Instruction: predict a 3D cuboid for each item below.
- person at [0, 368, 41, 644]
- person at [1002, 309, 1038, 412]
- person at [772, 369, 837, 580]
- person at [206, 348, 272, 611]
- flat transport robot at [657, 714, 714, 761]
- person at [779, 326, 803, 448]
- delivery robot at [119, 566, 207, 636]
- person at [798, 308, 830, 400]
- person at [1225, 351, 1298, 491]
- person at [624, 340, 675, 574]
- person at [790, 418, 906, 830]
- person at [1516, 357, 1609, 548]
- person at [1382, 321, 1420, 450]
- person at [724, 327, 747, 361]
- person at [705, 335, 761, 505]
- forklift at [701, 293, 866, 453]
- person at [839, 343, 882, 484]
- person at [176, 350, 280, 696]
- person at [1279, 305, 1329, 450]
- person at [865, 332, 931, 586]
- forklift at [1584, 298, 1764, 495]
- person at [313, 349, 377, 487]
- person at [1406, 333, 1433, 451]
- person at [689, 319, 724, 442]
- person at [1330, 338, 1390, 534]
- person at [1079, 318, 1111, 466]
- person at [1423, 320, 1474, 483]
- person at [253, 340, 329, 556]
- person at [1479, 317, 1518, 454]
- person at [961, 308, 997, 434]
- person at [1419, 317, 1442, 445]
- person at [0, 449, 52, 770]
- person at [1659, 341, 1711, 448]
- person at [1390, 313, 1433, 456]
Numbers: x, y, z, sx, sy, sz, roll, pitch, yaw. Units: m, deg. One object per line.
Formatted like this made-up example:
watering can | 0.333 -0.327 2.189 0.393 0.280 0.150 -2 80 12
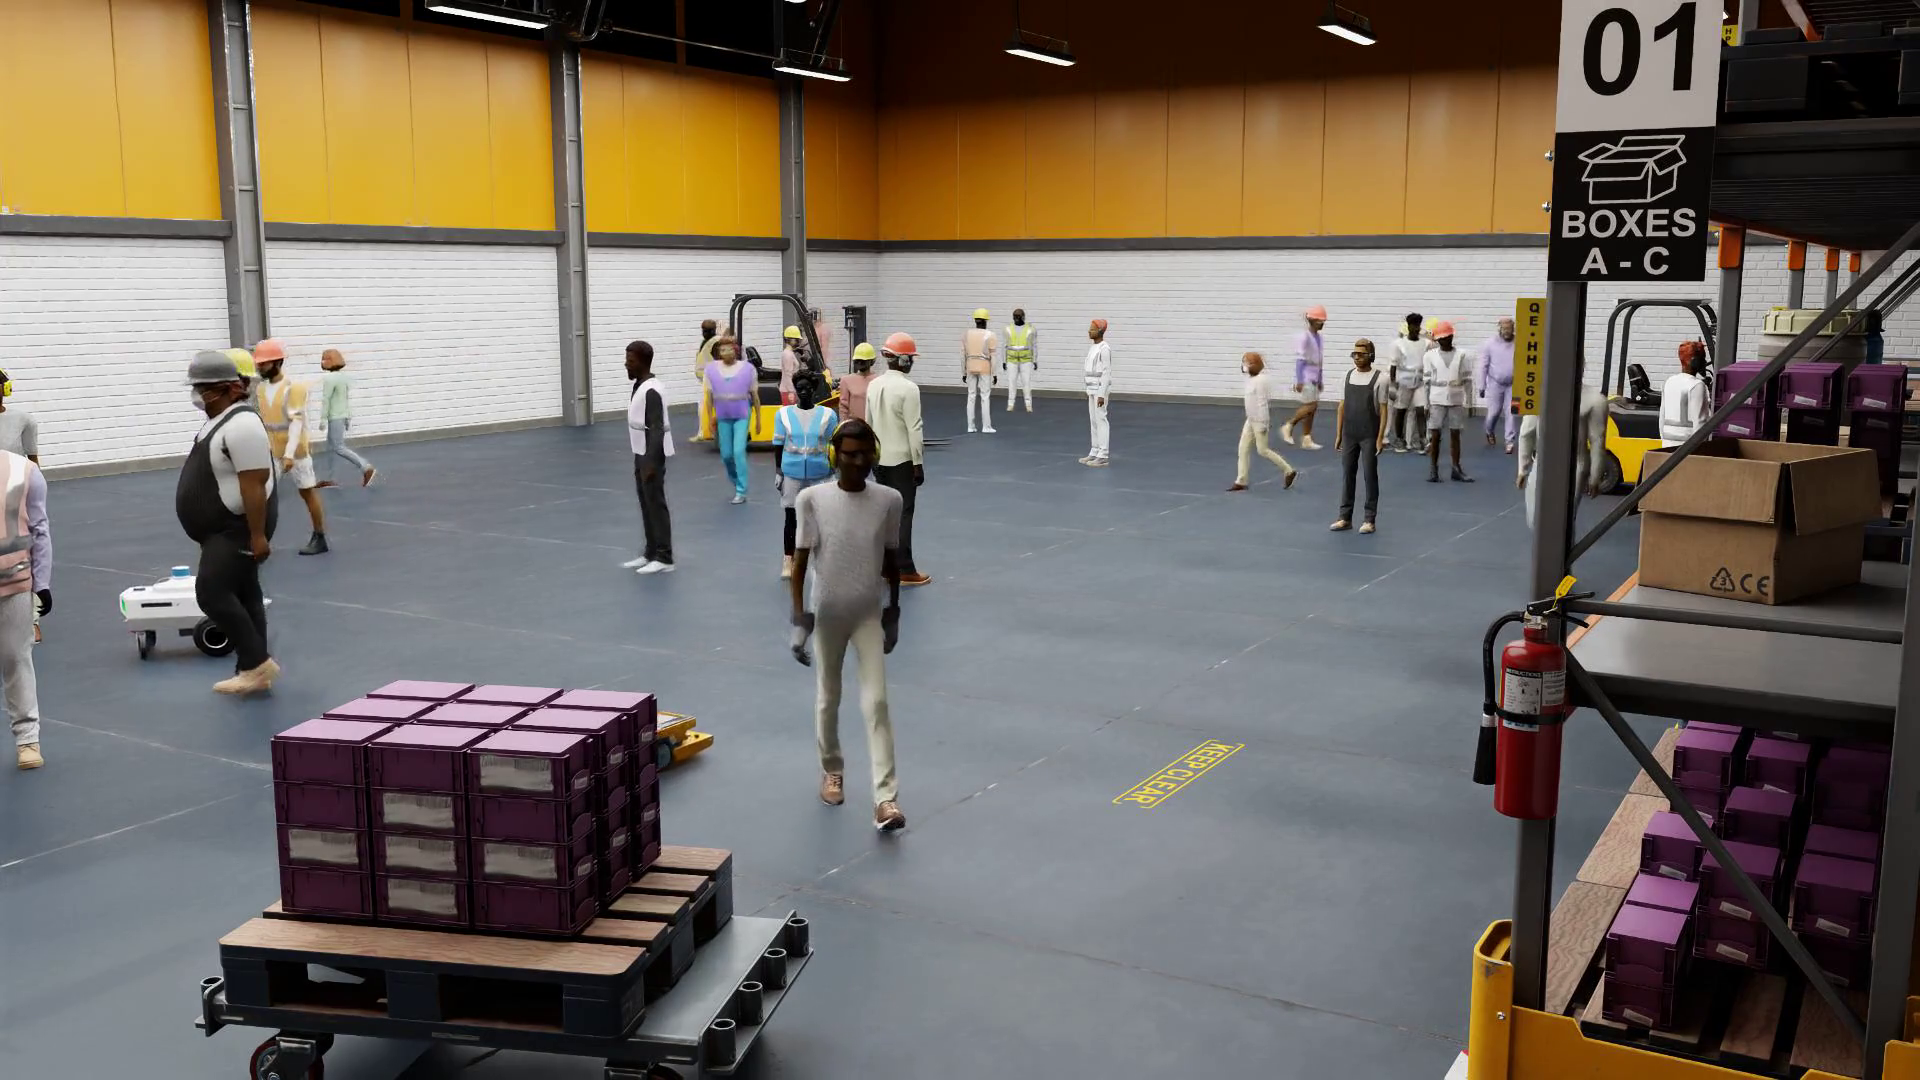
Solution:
person | -6.335 -0.229 10.980 0.513 1.872 0.328 -2 9 -15
person | 1.068 -3.178 29.574 0.658 1.843 0.429 1 9 9
person | -1.238 -0.523 13.358 0.532 1.697 0.319 -1 9 -6
person | -5.238 -0.427 12.073 0.381 1.917 0.585 -2 9 -13
flat transport robot | -1.898 1.037 8.056 0.652 0.197 1.431 5 10 30
person | -2.240 -1.958 22.103 0.327 1.765 0.528 -1 9 -5
delivery robot | -5.033 0.413 10.777 0.707 0.478 0.477 -2 9 -12
person | -2.599 -3.190 29.508 0.666 1.853 0.992 6 11 31
person | 3.405 -1.333 18.728 0.739 1.601 0.538 -2 9 -12
person | -2.551 -0.683 13.674 0.377 1.916 0.596 -4 10 -21
person | -0.497 0.372 7.401 0.540 1.819 0.976 -2 9 -12
person | 4.570 -0.519 12.623 0.640 1.927 0.648 7 11 36
person | 6.121 -2.138 23.118 0.496 1.805 0.614 6 11 32
person | -3.768 -2.704 27.285 0.502 1.595 0.829 4 10 22
person | -2.418 -1.307 17.894 0.580 1.811 0.651 1 9 8
forklift | -2.458 -2.344 23.176 2.313 2.155 1.214 0 9 -2
person | -0.957 -1.112 16.829 0.527 1.763 0.332 0 9 -3
person | -4.227 -0.093 9.604 0.538 2.000 0.714 -6 11 -32
person | 4.840 -2.249 23.119 0.566 2.021 0.613 6 11 35
person | -0.487 -0.638 13.155 0.398 1.990 0.623 -8 12 -41
forklift | 7.954 -1.589 18.462 2.313 2.155 1.214 5 11 30
person | -7.066 -1.380 18.992 0.726 1.607 0.508 0 9 -2
person | 6.386 -2.046 23.047 0.313 1.638 0.513 -5 11 -30
person | -3.567 -2.312 24.186 0.685 1.815 0.620 -5 10 -27
person | 3.798 -0.984 15.772 0.506 1.846 0.346 7 12 38
person | 1.753 -1.887 21.290 0.355 1.885 0.574 -2 9 -14
person | 5.770 -1.603 19.499 0.699 1.906 0.399 2 9 11
person | -5.833 -0.759 14.230 0.556 1.881 0.968 4 10 22
person | 7.494 -2.141 22.898 0.679 1.879 0.694 2 9 14
person | 0.307 -2.598 25.599 0.593 1.922 0.383 4 10 24
person | 6.751 -2.268 23.827 0.404 1.833 0.593 5 10 27
person | -4.806 0.235 8.177 0.621 1.843 0.429 -4 10 -25
person | 6.200 -0.756 14.233 0.355 1.882 0.573 -1 9 -9
person | 6.126 -2.101 22.503 0.635 1.910 0.995 -1 9 -5
